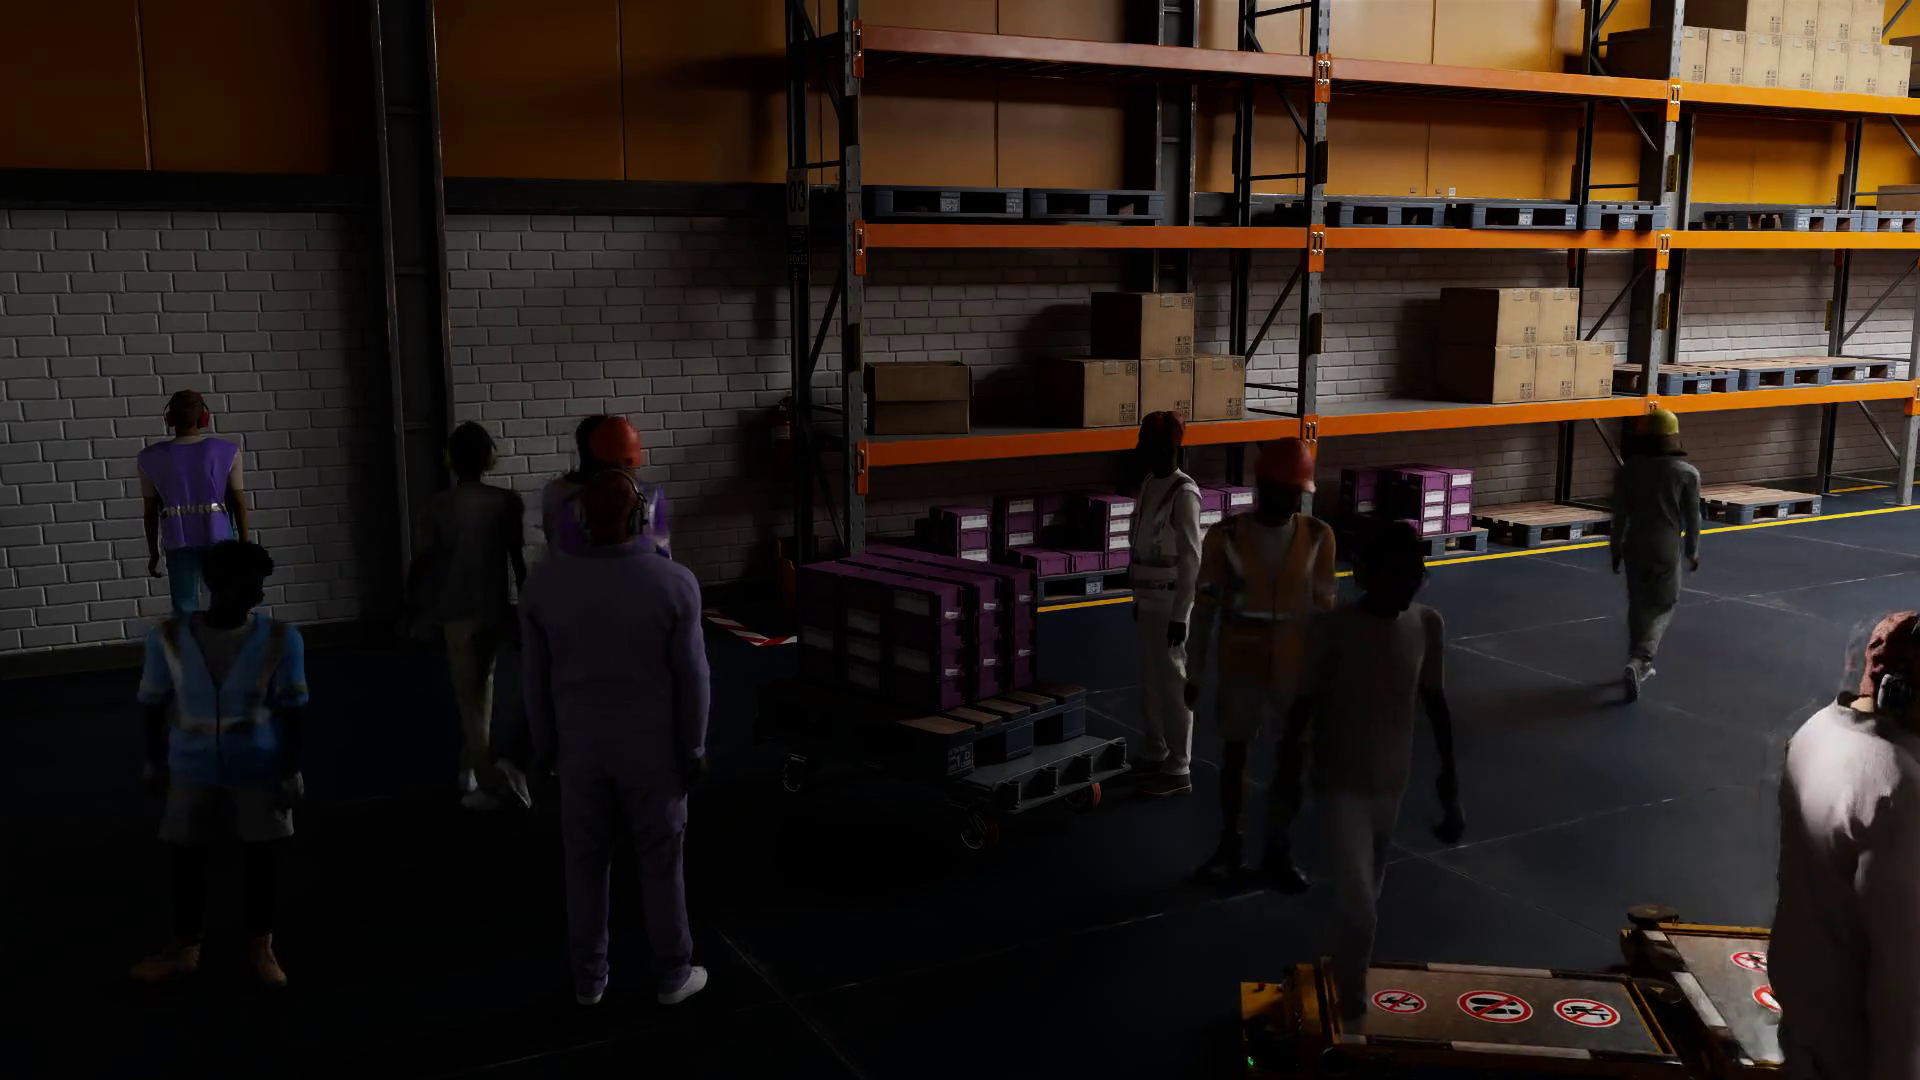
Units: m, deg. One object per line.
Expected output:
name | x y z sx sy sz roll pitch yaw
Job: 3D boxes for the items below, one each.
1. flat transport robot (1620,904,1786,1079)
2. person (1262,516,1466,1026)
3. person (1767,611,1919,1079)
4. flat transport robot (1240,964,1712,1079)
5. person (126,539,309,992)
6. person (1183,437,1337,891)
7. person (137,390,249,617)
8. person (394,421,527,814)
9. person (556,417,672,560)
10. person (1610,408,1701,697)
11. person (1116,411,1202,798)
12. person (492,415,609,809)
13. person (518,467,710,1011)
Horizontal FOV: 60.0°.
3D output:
flat transport robot | 2.698 1.571 5.487 0.652 0.197 1.431 1 10 8
person | 1.317 0.823 5.307 0.670 1.828 0.729 -4 10 -20
person | 2.004 1.056 3.875 0.902 1.867 0.676 2 10 12
flat transport robot | 1.637 1.592 5.367 1.431 0.197 0.652 1 10 8
person | -2.637 0.803 5.889 0.663 1.662 0.398 -2 10 -13
person | 1.244 0.522 6.830 0.601 1.915 0.469 0 10 -1
person | -4.447 0.053 9.708 0.563 1.843 0.388 -4 11 -23
person | -2.361 0.368 7.899 0.563 1.844 0.625 -8 13 -39
person | -1.617 0.353 7.809 0.597 1.901 0.652 -7 12 -37
person | 4.140 0.069 9.990 0.485 1.715 0.752 9 13 42
person | 0.979 0.307 8.126 0.348 1.882 0.584 -3 10 -14
person | -1.826 0.344 7.962 0.598 1.884 0.879 6 12 33
person | -1.180 0.698 5.811 0.643 1.908 0.399 1 10 4
